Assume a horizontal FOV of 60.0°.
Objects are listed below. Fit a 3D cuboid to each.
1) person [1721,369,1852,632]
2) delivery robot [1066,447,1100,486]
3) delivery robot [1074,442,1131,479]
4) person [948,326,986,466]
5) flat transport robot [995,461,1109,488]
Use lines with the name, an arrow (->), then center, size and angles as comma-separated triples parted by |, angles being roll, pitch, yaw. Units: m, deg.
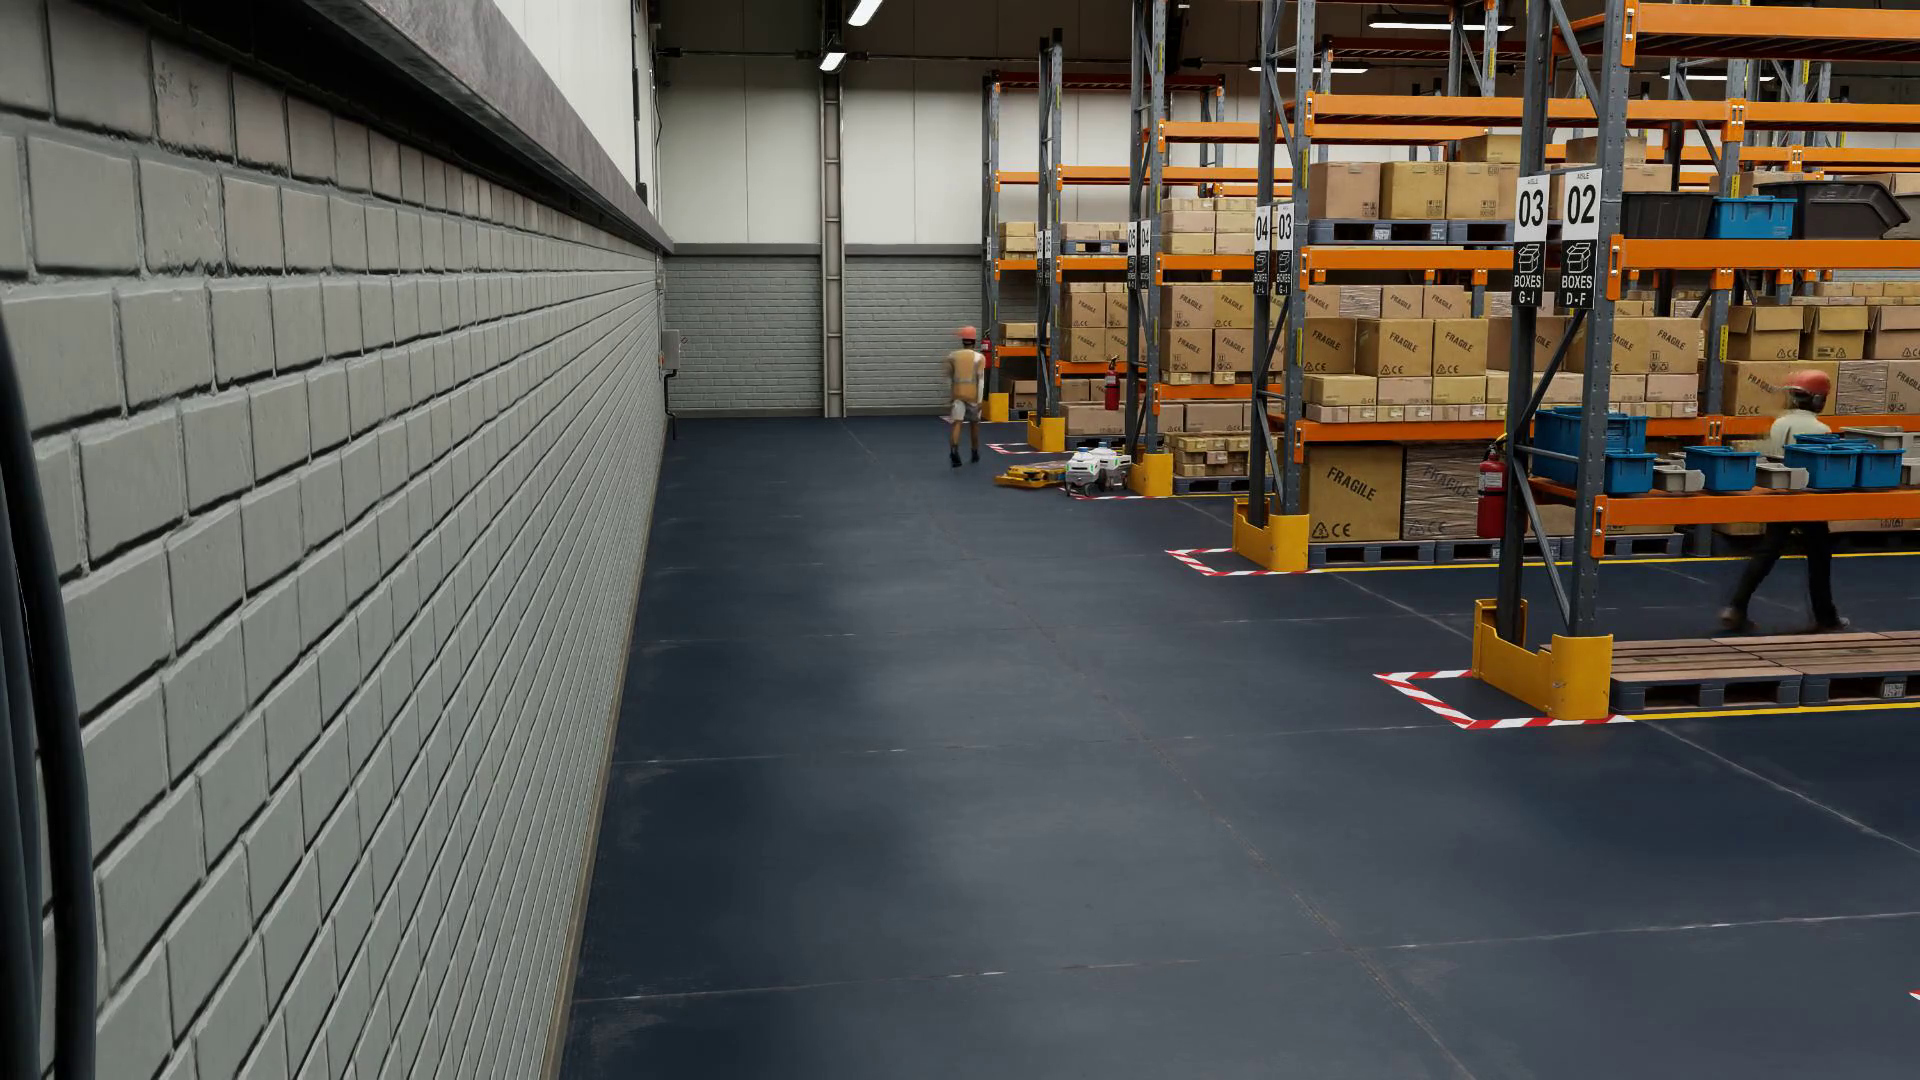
person -> 6.080, -0.277, 12.154 | 1.029, 1.951, 0.623 | -2, 9, -14
delivery robot -> 1.461, -0.859, 19.730 | 0.477, 0.478, 0.707 | 2, 9, 11
delivery robot -> 1.739, -0.949, 20.282 | 0.707, 0.478, 0.477 | 9, 13, 43
person -> 0.072, -1.966, 22.722 | 0.544, 1.909, 0.877 | 2, 9, 12
flat transport robot -> 1.168, -0.836, 20.748 | 1.431, 0.197, 0.652 | -8, 13, -42
